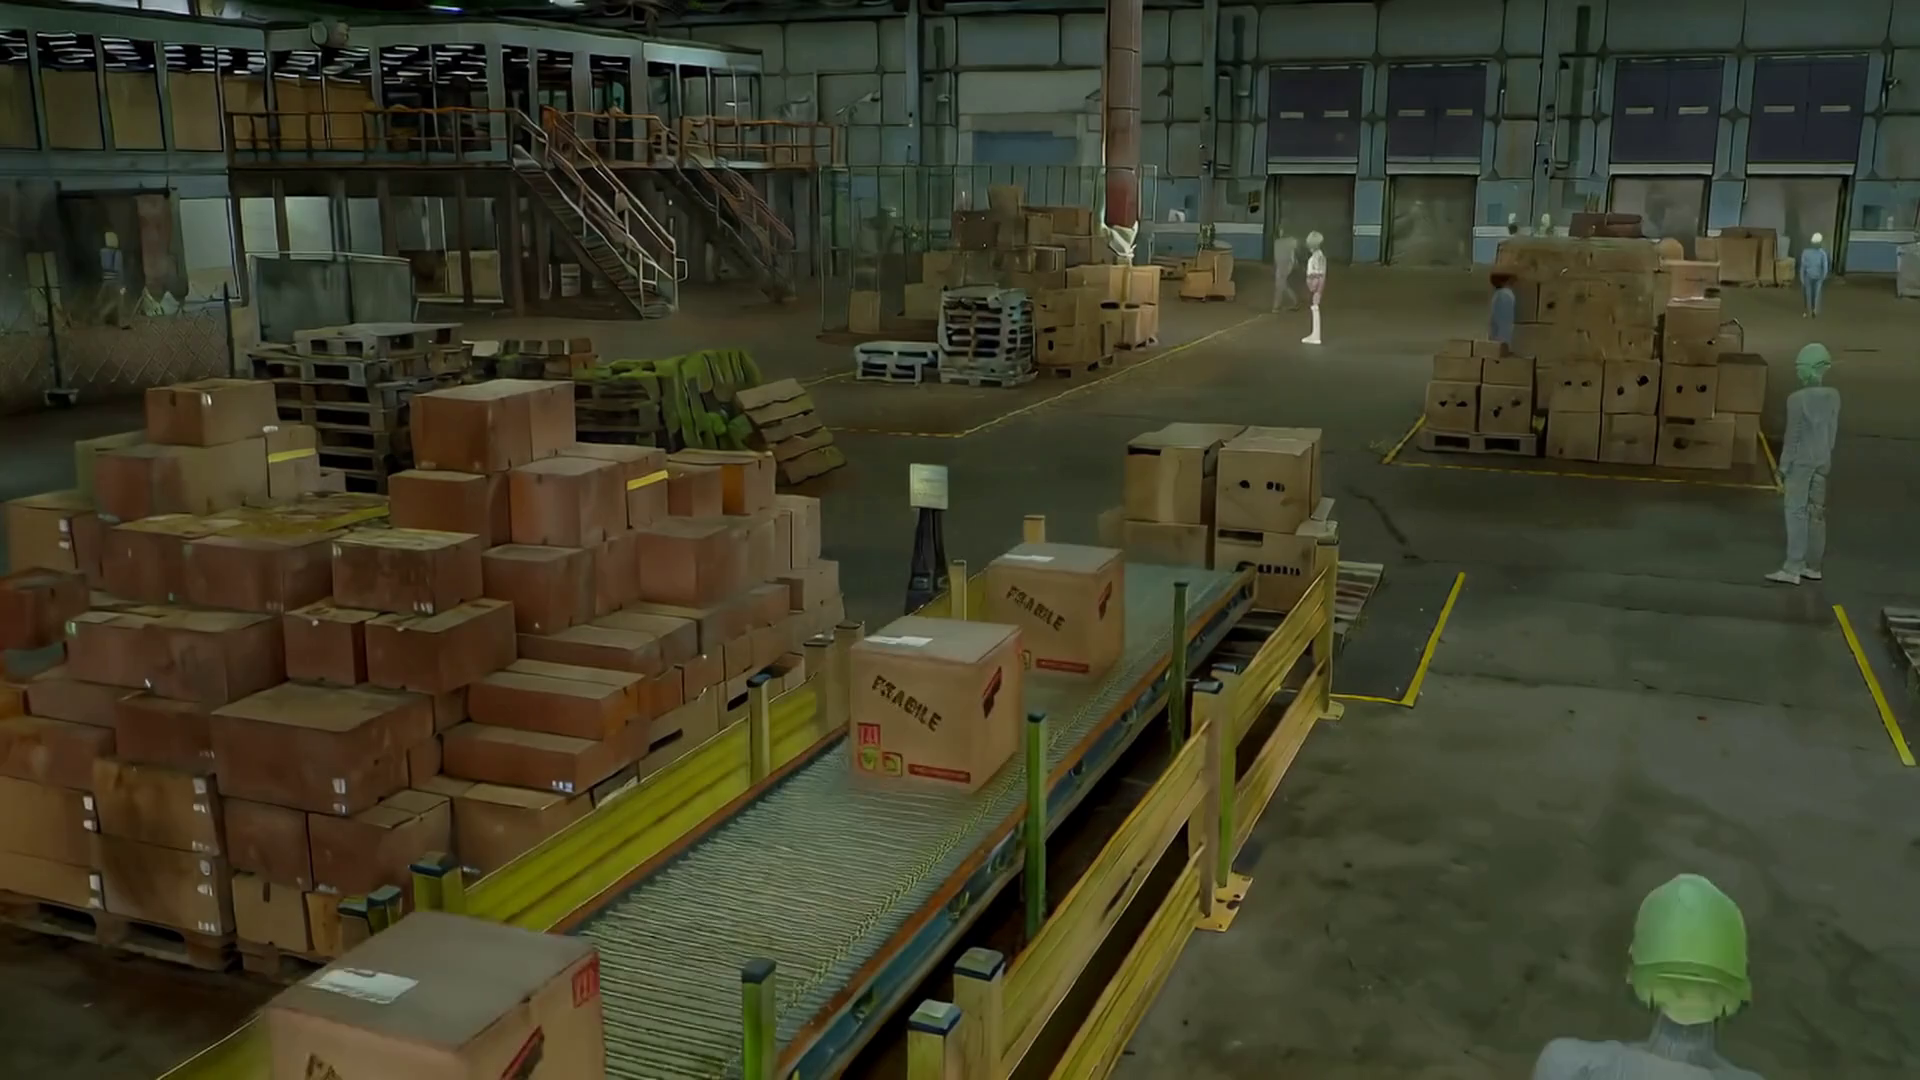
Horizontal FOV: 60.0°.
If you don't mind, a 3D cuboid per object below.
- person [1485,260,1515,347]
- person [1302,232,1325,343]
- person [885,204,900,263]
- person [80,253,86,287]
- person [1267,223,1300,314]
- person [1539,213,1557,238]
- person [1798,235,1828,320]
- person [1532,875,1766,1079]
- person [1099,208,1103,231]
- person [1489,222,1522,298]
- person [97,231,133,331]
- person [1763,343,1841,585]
[{"bbox_3d":[6.544,-2.429,20.229,0.491,1.922,0.544,5,13,20],"label":"person"},{"bbox_3d":[6.205,-4.420,29.145,0.359,1.938,0.547,3,13,12],"label":"person"},{"bbox_3d":[-2.170,-9.982,54.153,0.617,1.902,0.602,2,13,10],"label":"person"},{"bbox_3d":[-19.912,-6.239,37.497,0.645,1.854,0.525,-5,13,-20],"label":"person"},{"bbox_3d":[6.875,-5.737,35.131,0.844,1.914,0.640,-6,14,-26],"label":"person"},{"bbox_3d":[14.572,-7.164,41.483,0.505,1.930,0.608,-4,13,-19],"label":"person"},{"bbox_3d":[17.280,-5.320,33.739,0.491,1.694,0.917,7,14,28],"label":"person"},{"bbox_3d":[1.333,1.469,3.212,0.539,1.712,0.949,6,14,26],"label":"person"},{"bbox_3d":[4.469,-9.409,51.777,0.609,1.824,0.666,-4,13,-16],"label":"person"},{"bbox_3d":[12.982,-6.553,39.020,0.910,1.808,0.632,-1,13,-3],"label":"person"},{"bbox_3d":[-15.883,-4.831,31.142,0.599,1.872,0.593,4,13,18],"label":"person"},{"bbox_3d":[6.190,-0.558,12.209,0.533,1.767,0.322,-6,14,-25],"label":"person"}]
